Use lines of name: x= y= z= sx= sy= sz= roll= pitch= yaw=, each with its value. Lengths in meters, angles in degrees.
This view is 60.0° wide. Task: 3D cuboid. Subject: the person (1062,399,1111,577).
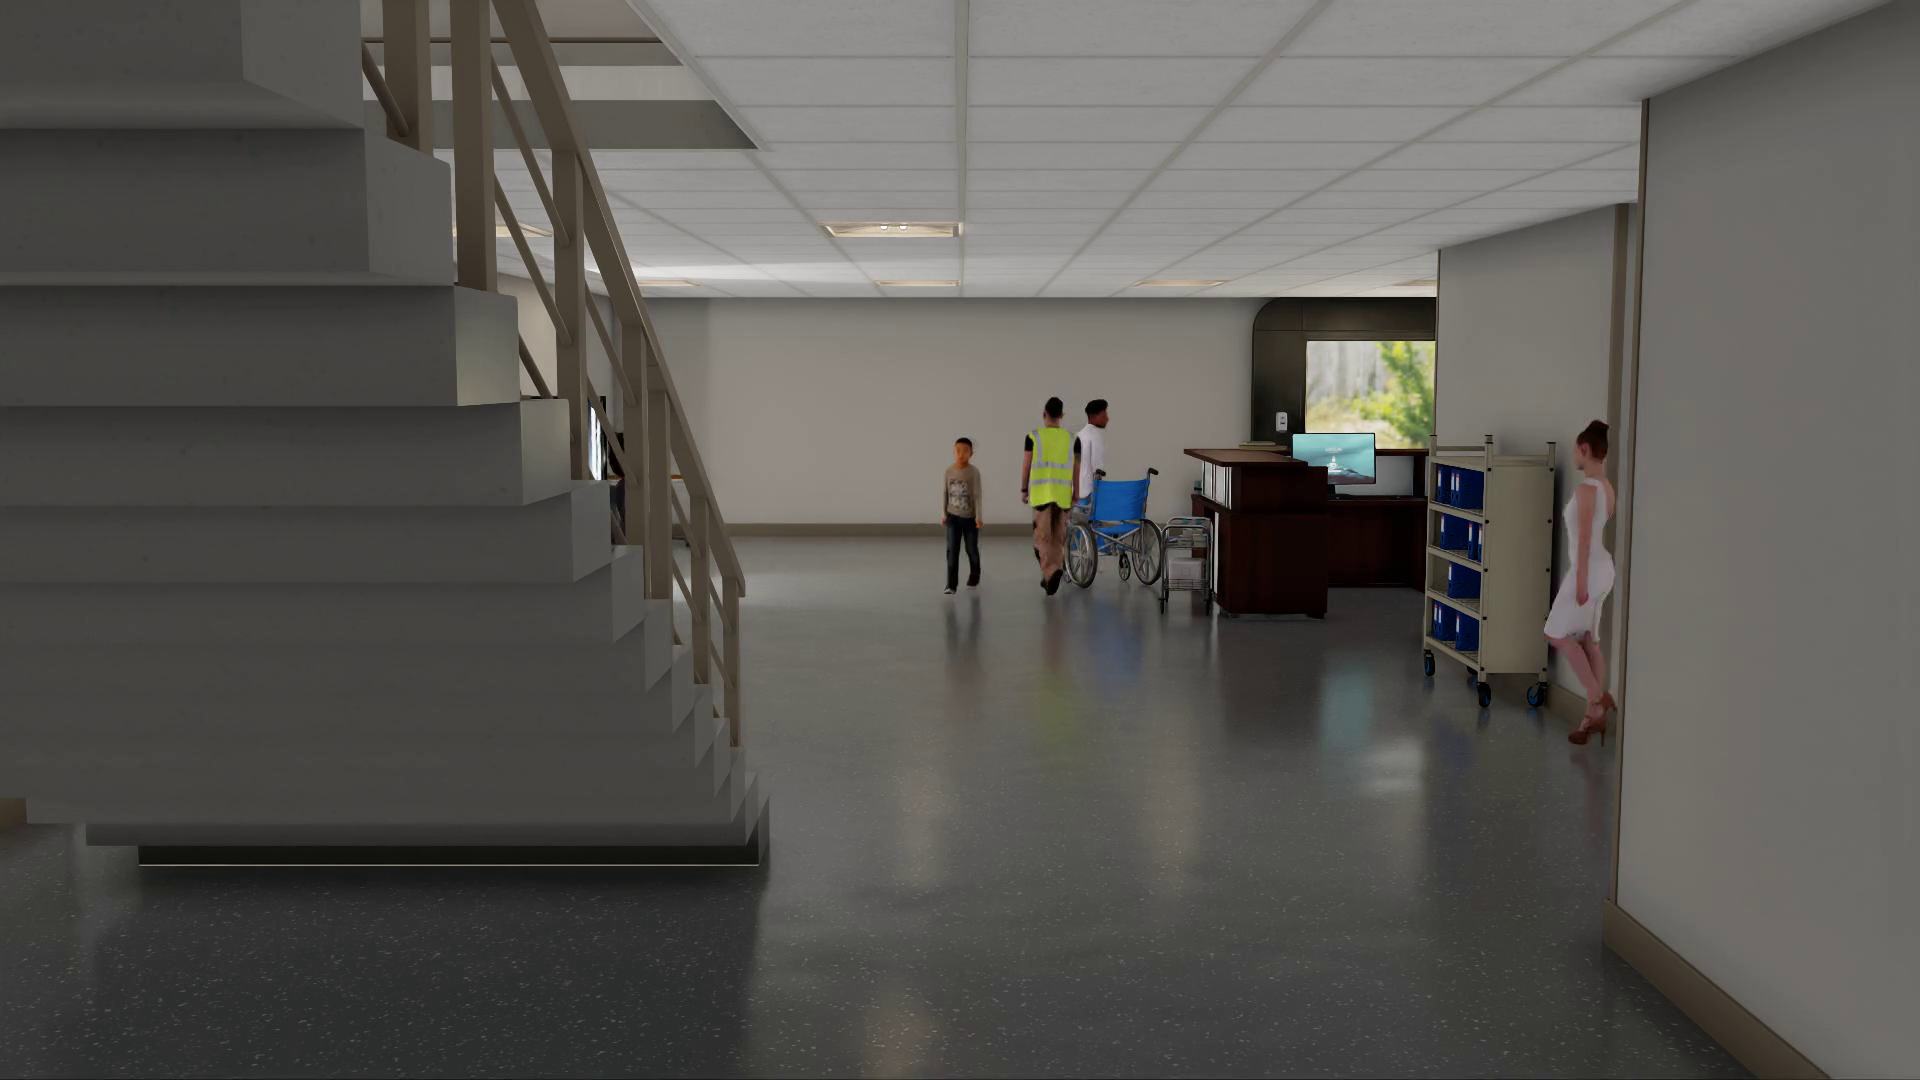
person: x=1.224 y=-0.513 z=16.670 sx=0.904 sy=1.790 sz=0.906 roll=-3 pitch=6 yaw=-26

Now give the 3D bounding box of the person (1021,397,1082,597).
person: x=0.833 y=-0.365 z=15.078 sx=0.886 sy=1.814 sz=1.202 roll=-1 pitch=6 yaw=-13

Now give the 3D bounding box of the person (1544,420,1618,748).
person: x=3.531 y=0.256 z=9.074 sx=0.827 sy=1.780 sz=0.755 roll=4 pitch=7 yaw=33

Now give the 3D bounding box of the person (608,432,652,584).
person: x=-2.041 y=0.207 z=10.024 sx=0.743 sy=1.686 sz=0.999 roll=-1 pitch=6 yaw=-7

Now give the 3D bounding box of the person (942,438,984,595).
person: x=0.049 y=-0.209 z=15.457 sx=0.722 sy=1.428 sz=1.047 roll=2 pitch=6 yaw=15
